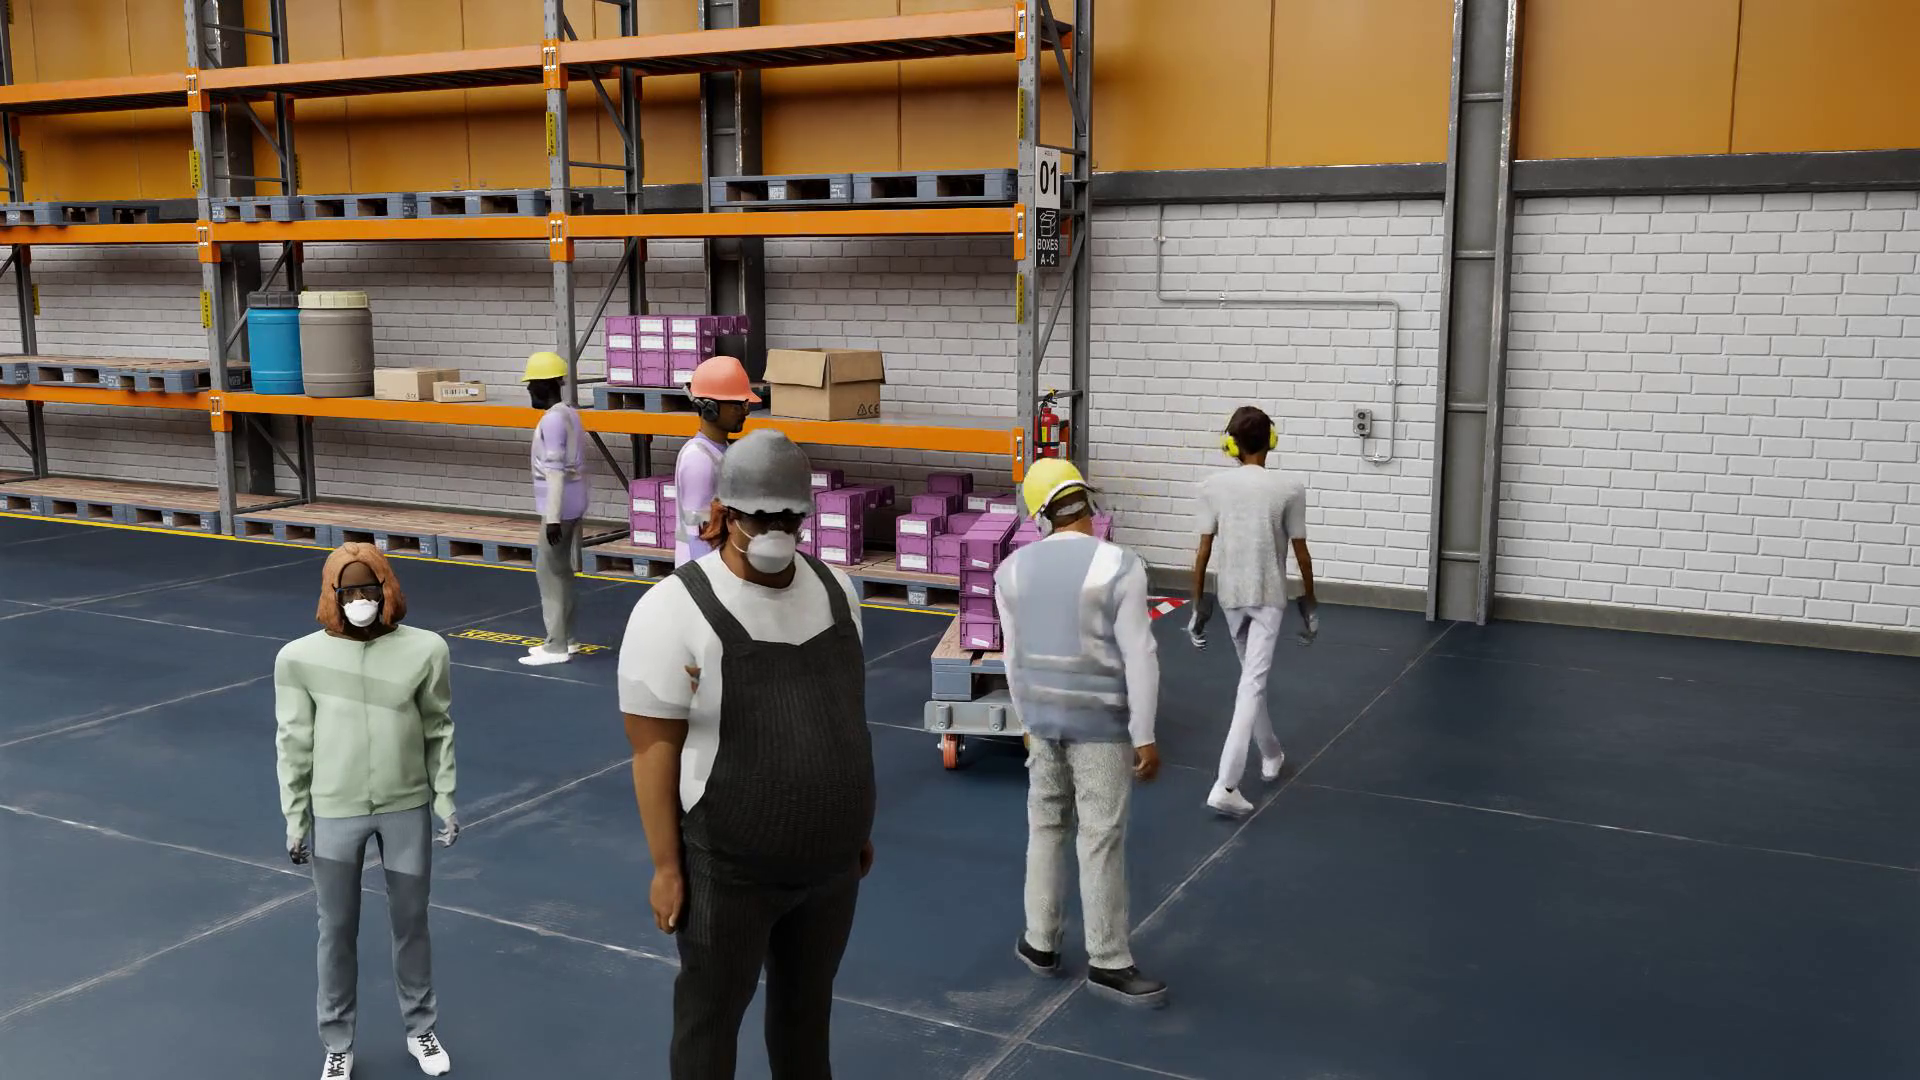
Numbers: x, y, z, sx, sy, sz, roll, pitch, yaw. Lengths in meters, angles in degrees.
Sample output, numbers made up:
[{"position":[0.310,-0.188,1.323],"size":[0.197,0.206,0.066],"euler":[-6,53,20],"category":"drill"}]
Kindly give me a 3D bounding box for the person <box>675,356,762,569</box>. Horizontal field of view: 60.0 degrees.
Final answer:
[{"position":[-1.066,0.202,7.423],"size":[0.400,2.039,0.606],"euler":[0,9,0],"category":"person"}]

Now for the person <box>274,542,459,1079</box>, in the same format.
[{"position":[-1.735,0.810,4.908],"size":[0.502,1.633,0.280],"euler":[-5,10,-27],"category":"person"}]

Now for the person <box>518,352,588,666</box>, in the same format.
[{"position":[-2.508,-0.196,10.248],"size":[0.416,1.917,0.622],"euler":[-1,9,-6],"category":"person"}]

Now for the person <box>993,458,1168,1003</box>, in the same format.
[{"position":[0.450,0.629,5.603],"size":[0.722,1.786,0.406],"euler":[8,12,39],"category":"person"}]

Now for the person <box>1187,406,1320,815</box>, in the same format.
[{"position":[1.325,0.296,7.568],"size":[0.532,1.808,1.017],"euler":[6,11,33],"category":"person"}]
